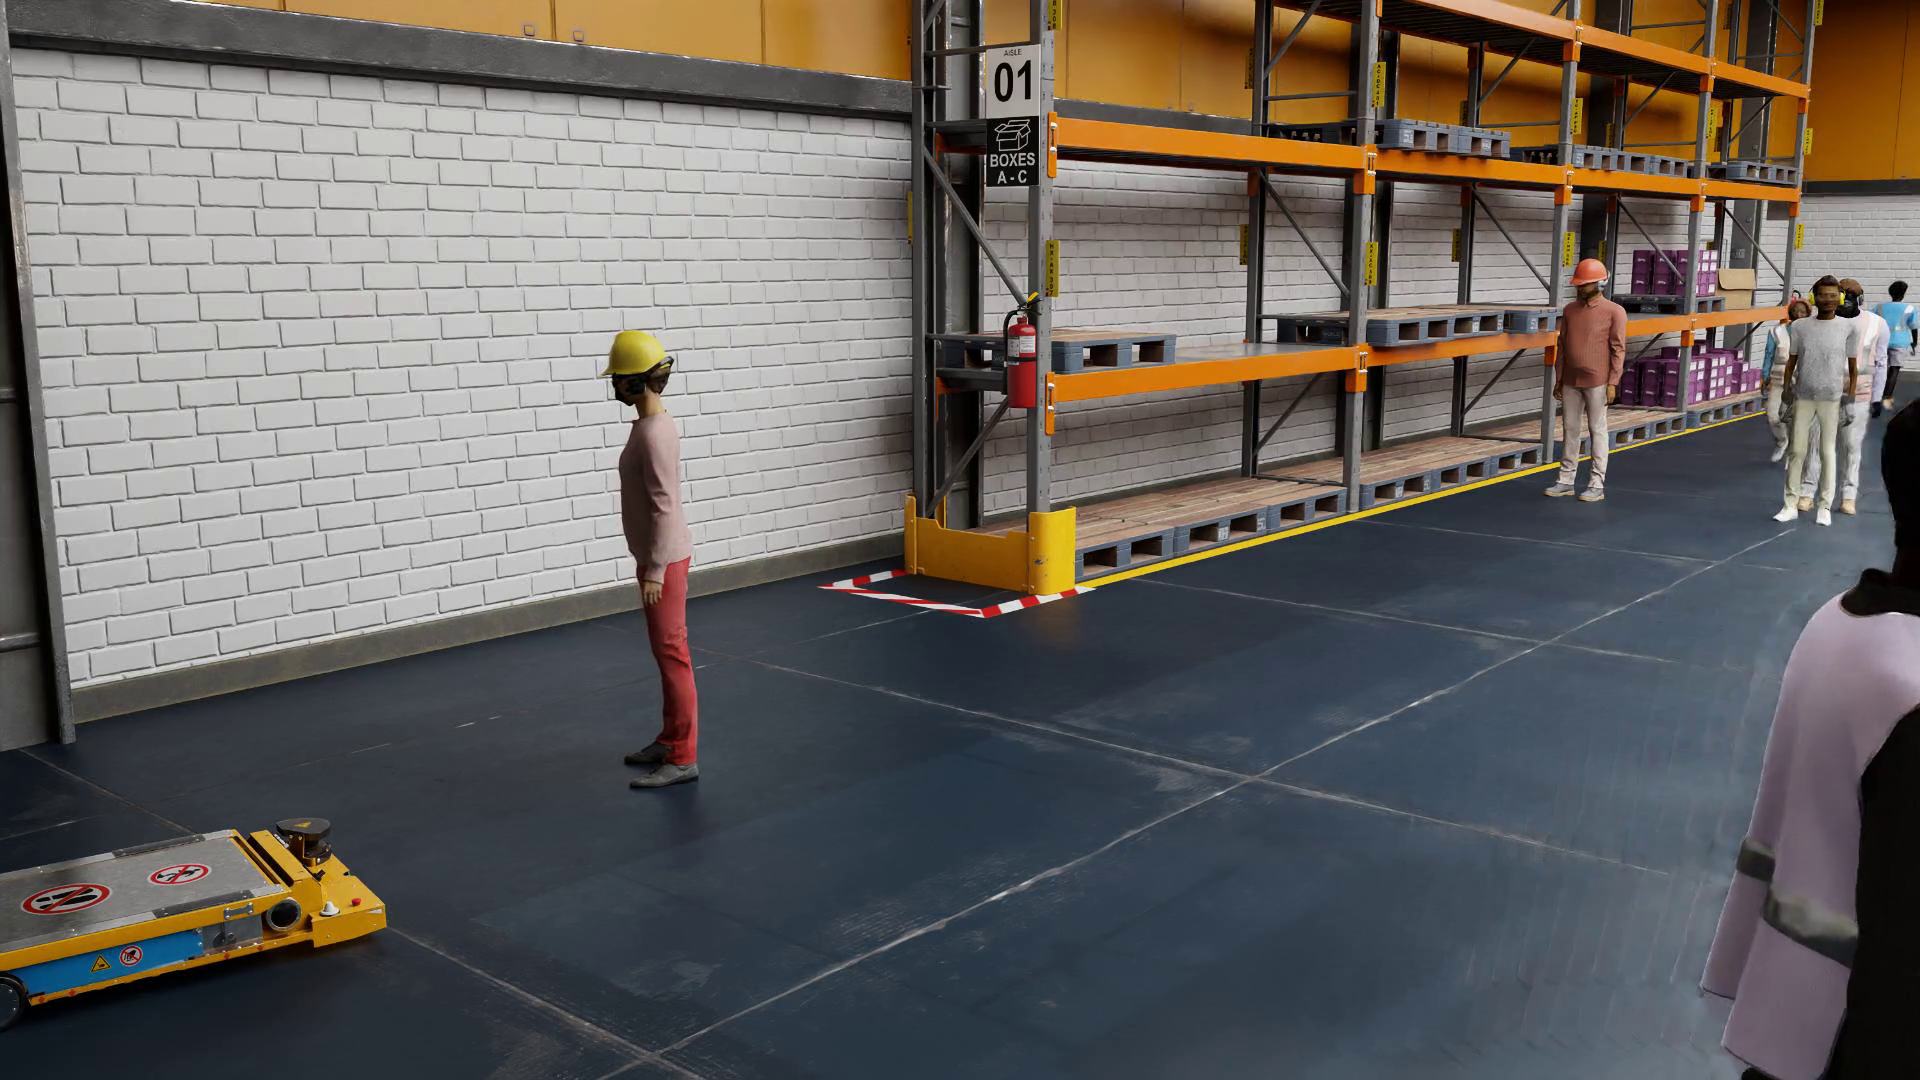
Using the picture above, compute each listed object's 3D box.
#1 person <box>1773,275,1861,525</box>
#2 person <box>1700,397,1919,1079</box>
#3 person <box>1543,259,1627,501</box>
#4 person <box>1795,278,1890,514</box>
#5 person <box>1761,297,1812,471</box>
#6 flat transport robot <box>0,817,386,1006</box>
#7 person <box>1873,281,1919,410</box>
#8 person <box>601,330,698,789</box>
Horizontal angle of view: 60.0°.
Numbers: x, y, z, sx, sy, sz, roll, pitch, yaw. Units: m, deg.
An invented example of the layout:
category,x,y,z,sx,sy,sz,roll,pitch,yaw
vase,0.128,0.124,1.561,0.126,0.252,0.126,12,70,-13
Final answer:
category,x,y,z,sx,sy,sz,roll,pitch,yaw
person,6.456,-1.046,12.521,0.534,1.871,0.315,8,13,37
person,1.413,0.733,2.306,0.788,1.893,0.621,2,10,14
person,5.155,-1.313,13.715,0.393,1.985,0.611,-7,12,-33
person,6.887,-1.122,13.034,0.634,1.841,0.429,6,11,30
person,7.786,-1.457,15.556,0.531,1.621,0.398,7,12,36
flat transport robot,-2.488,1.106,4.817,1.431,0.197,0.652,-7,12,-36
person,12.058,-2.510,21.477,0.547,1.644,0.888,9,13,42
person,-1.194,0.077,6.433,0.329,1.765,0.526,-2,10,-11
